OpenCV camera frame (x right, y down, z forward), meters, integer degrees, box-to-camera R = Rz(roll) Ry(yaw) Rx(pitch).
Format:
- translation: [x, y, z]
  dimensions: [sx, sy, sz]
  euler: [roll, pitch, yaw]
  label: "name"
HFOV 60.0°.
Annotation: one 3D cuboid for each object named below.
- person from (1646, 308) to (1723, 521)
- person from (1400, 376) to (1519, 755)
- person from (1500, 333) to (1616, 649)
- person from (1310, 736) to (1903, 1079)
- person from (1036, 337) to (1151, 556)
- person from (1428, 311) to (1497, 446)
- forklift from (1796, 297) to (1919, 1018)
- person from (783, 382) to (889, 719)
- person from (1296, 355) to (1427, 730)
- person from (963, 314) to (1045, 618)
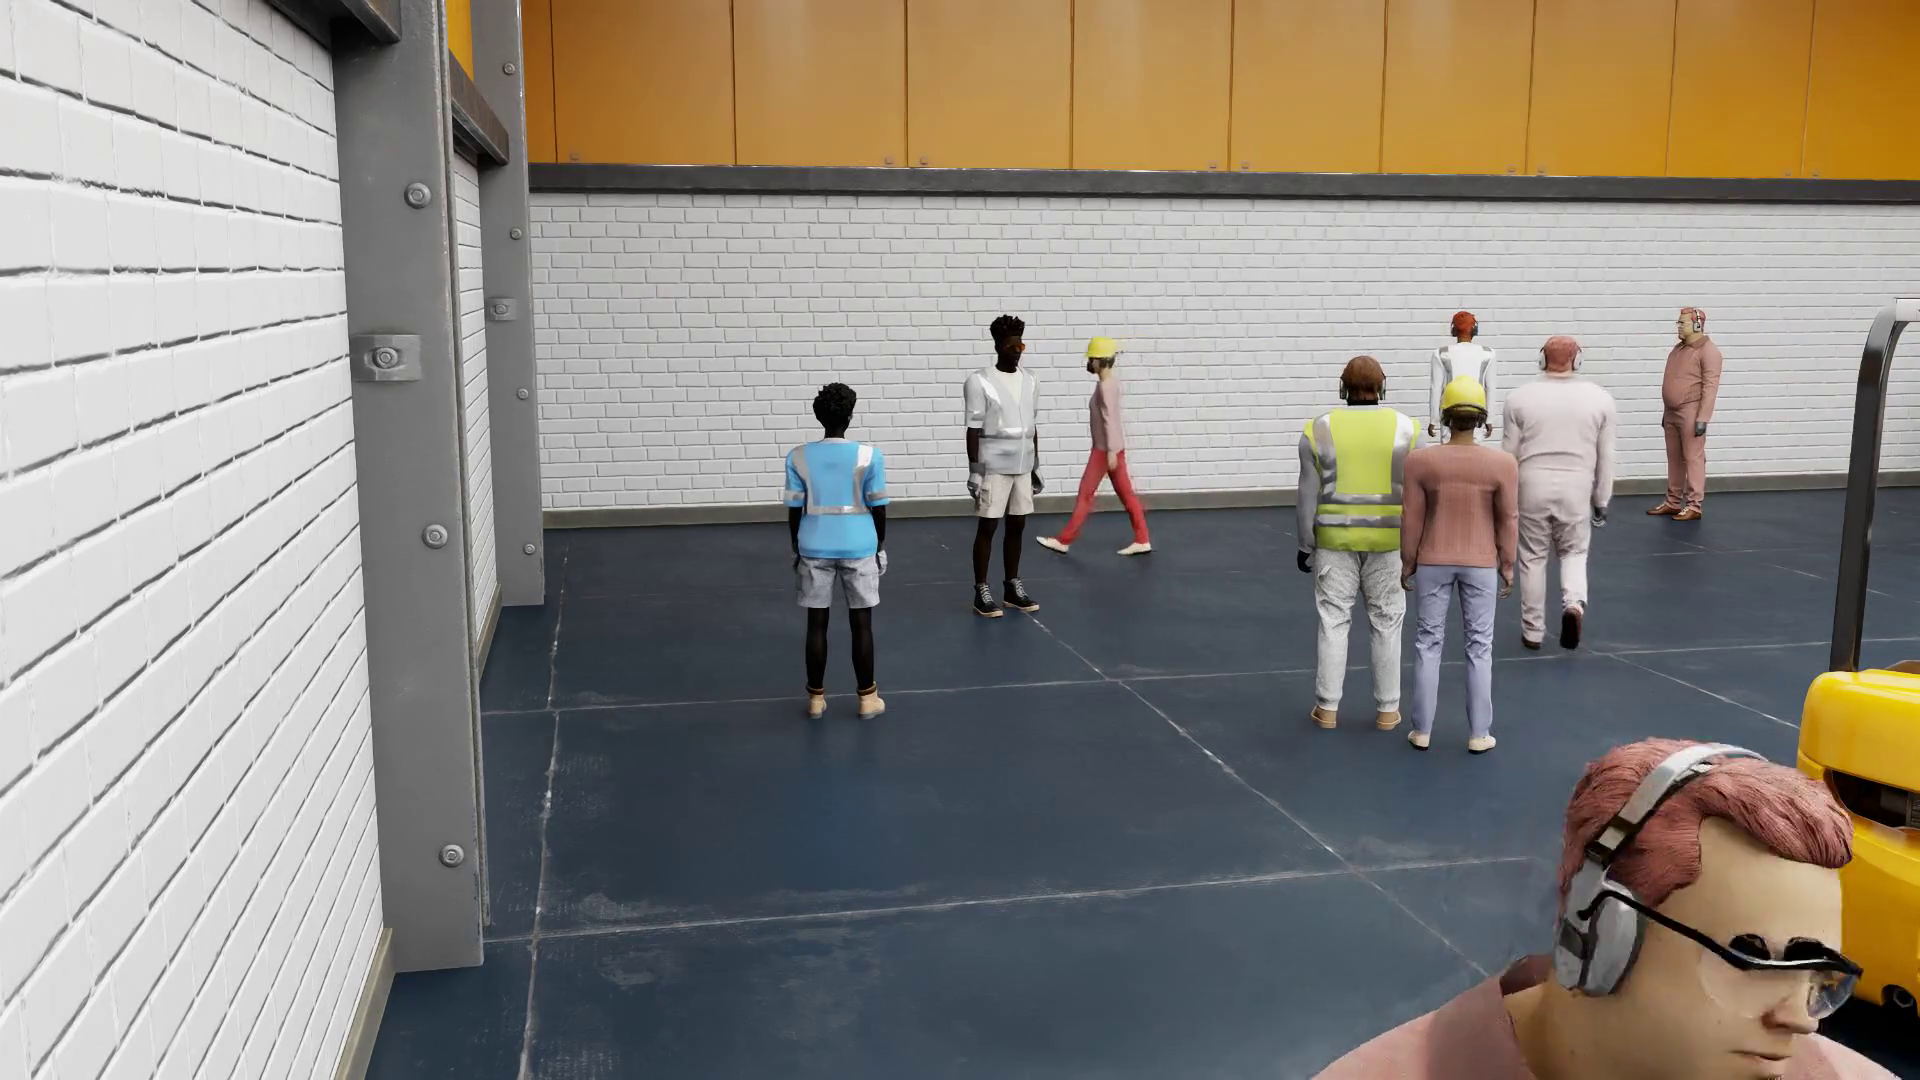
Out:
- translation: [6.520, -1.129, 14.970]
  dimensions: [0.409, 1.908, 0.639]
  euler: [-2, 9, -10]
  label: "person"
- translation: [2.324, 0.121, 7.774]
  dimensions: [0.533, 1.768, 0.312]
  euler: [3, 10, 18]
  label: "person"
- translation: [3.481, -0.259, 9.742]
  dimensions: [0.642, 1.889, 0.539]
  euler: [2, 10, 14]
  label: "person"
- translation: [0.507, 1.100, 1.482]
  dimensions: [0.756, 1.884, 0.405]
  euler: [0, 9, 3]
  label: "person"
- translation: [1.086, -0.722, 13.031]
  dimensions: [0.923, 1.714, 0.545]
  euler: [2, 9, 10]
  label: "person"
- translation: [4.423, -1.070, 14.681]
  dimensions: [0.574, 1.881, 0.358]
  euler: [1, 9, 6]
  label: "person"
- translation: [3.542, 0.334, 5.177]
  dimensions: [2.313, 2.155, 1.214]
  euler: [-9, 13, -43]
  label: "forklift"
- translation: [-0.611, 0.062, 8.342]
  dimensions: [0.529, 1.697, 0.321]
  euler: [1, 9, 7]
  label: "person"
- translation: [1.960, 0.019, 8.169]
  dimensions: [0.622, 1.845, 0.429]
  euler: [2, 9, 10]
  label: "person"
- translation: [0.298, -0.485, 10.858]
  dimensions: [0.614, 1.964, 0.361]
  euler: [-7, 12, -38]
  label: "person"
